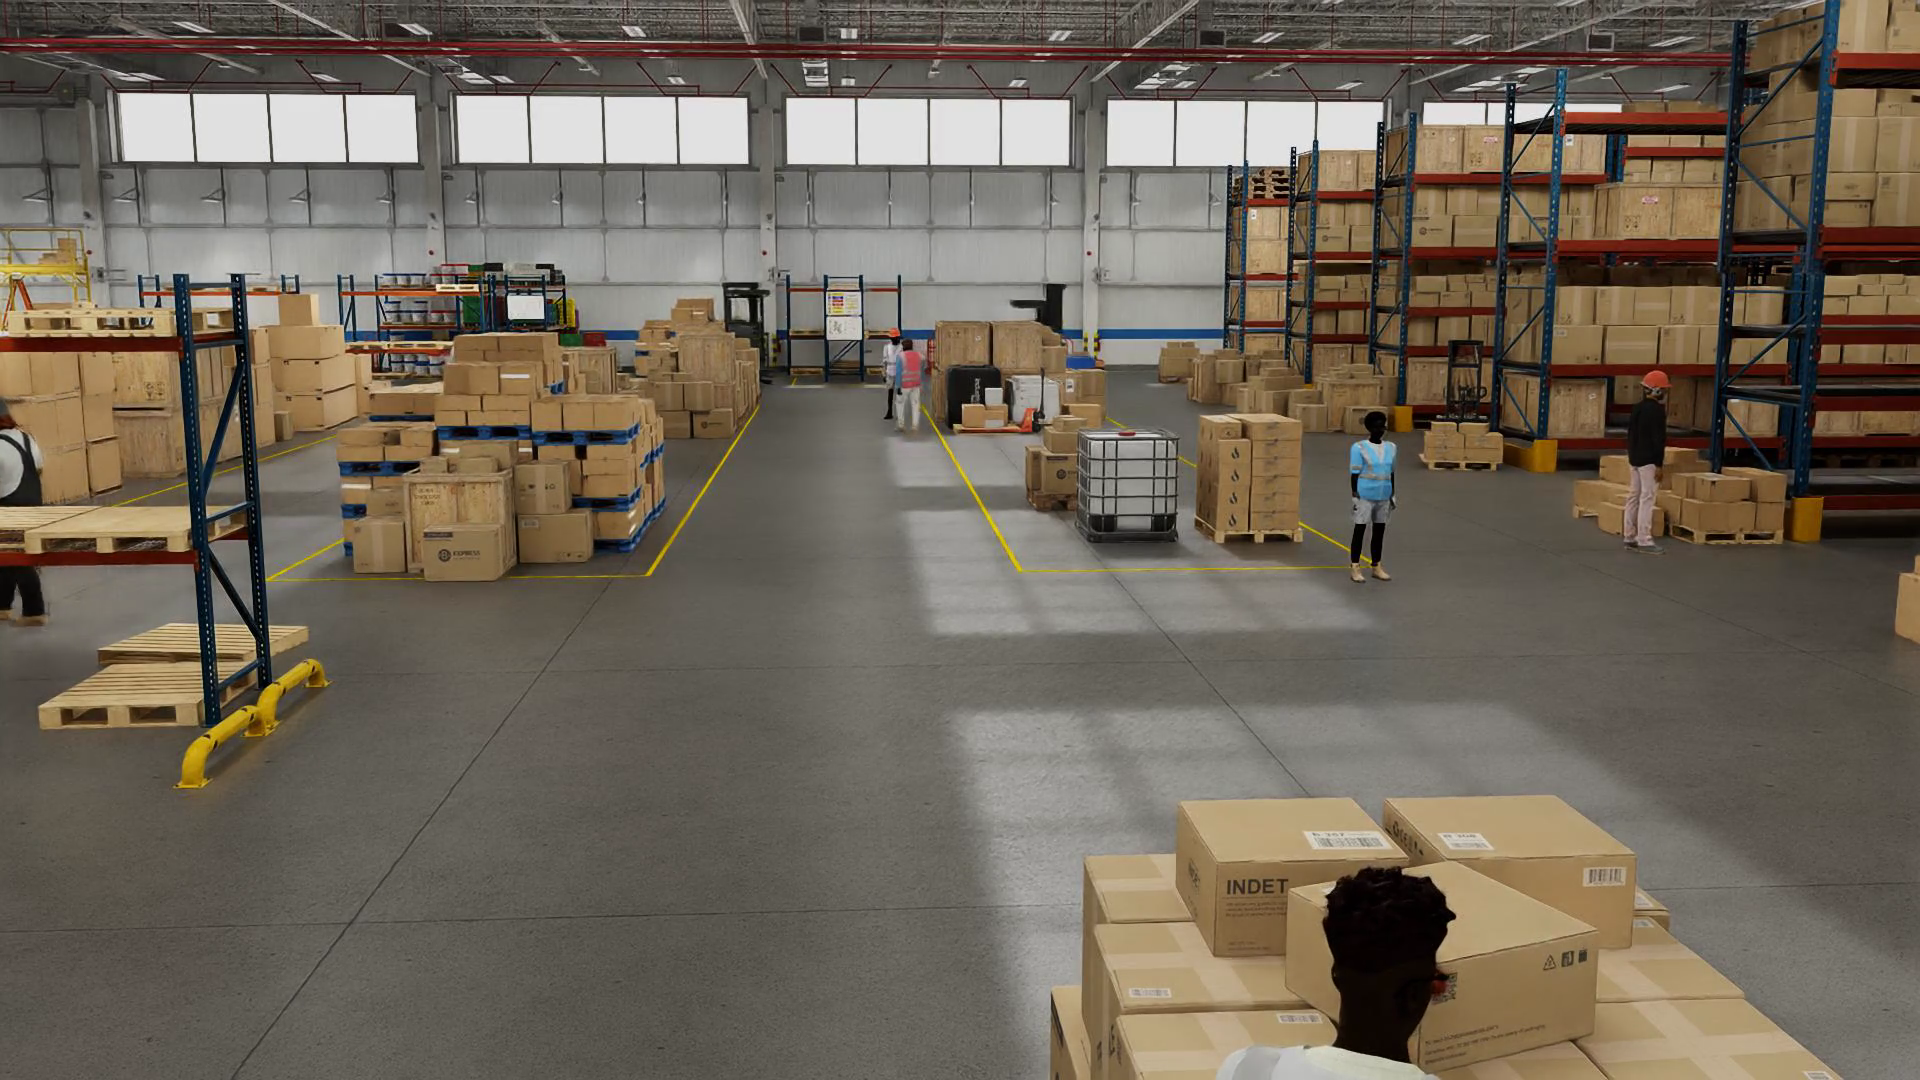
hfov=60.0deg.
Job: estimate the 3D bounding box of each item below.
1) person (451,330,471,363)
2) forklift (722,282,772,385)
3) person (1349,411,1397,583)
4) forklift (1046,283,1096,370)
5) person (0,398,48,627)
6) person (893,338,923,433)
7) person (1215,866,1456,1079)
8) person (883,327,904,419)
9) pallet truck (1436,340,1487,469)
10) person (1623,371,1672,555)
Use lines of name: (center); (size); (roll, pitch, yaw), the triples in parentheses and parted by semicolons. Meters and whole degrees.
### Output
person: (-9.913, -3.254, 33.479); (0.628, 1.926, 0.426); (1, 9, 9)
forklift: (-6.031, -5.694, 45.780); (1.129, 2.768, 1.873); (-4, 10, -24)
person: (4.072, -0.425, 16.407); (0.537, 1.696, 0.317); (-3, 10, -21)
forklift: (2.273, -4.739, 39.786); (1.873, 2.768, 1.129); (-1, 9, -4)
person: (-8.295, -0.263, 14.307); (0.875, 2.000, 0.702); (0, 9, 2)
person: (-1.013, -2.952, 31.900); (0.642, 1.819, 0.689); (-6, 11, -32)
person: (0.753, 1.564, 3.096); (0.600, 1.958, 0.377); (5, 11, 31)
person: (-1.357, -3.483, 34.858); (0.551, 1.933, 0.376); (2, 9, 13)
pallet truck: (8.004, -2.170, 26.422); (0.823, 1.965, 1.885); (2, 9, 14)
person: (7.494, -0.845, 18.109); (0.395, 1.994, 0.612); (-1, 9, -6)
